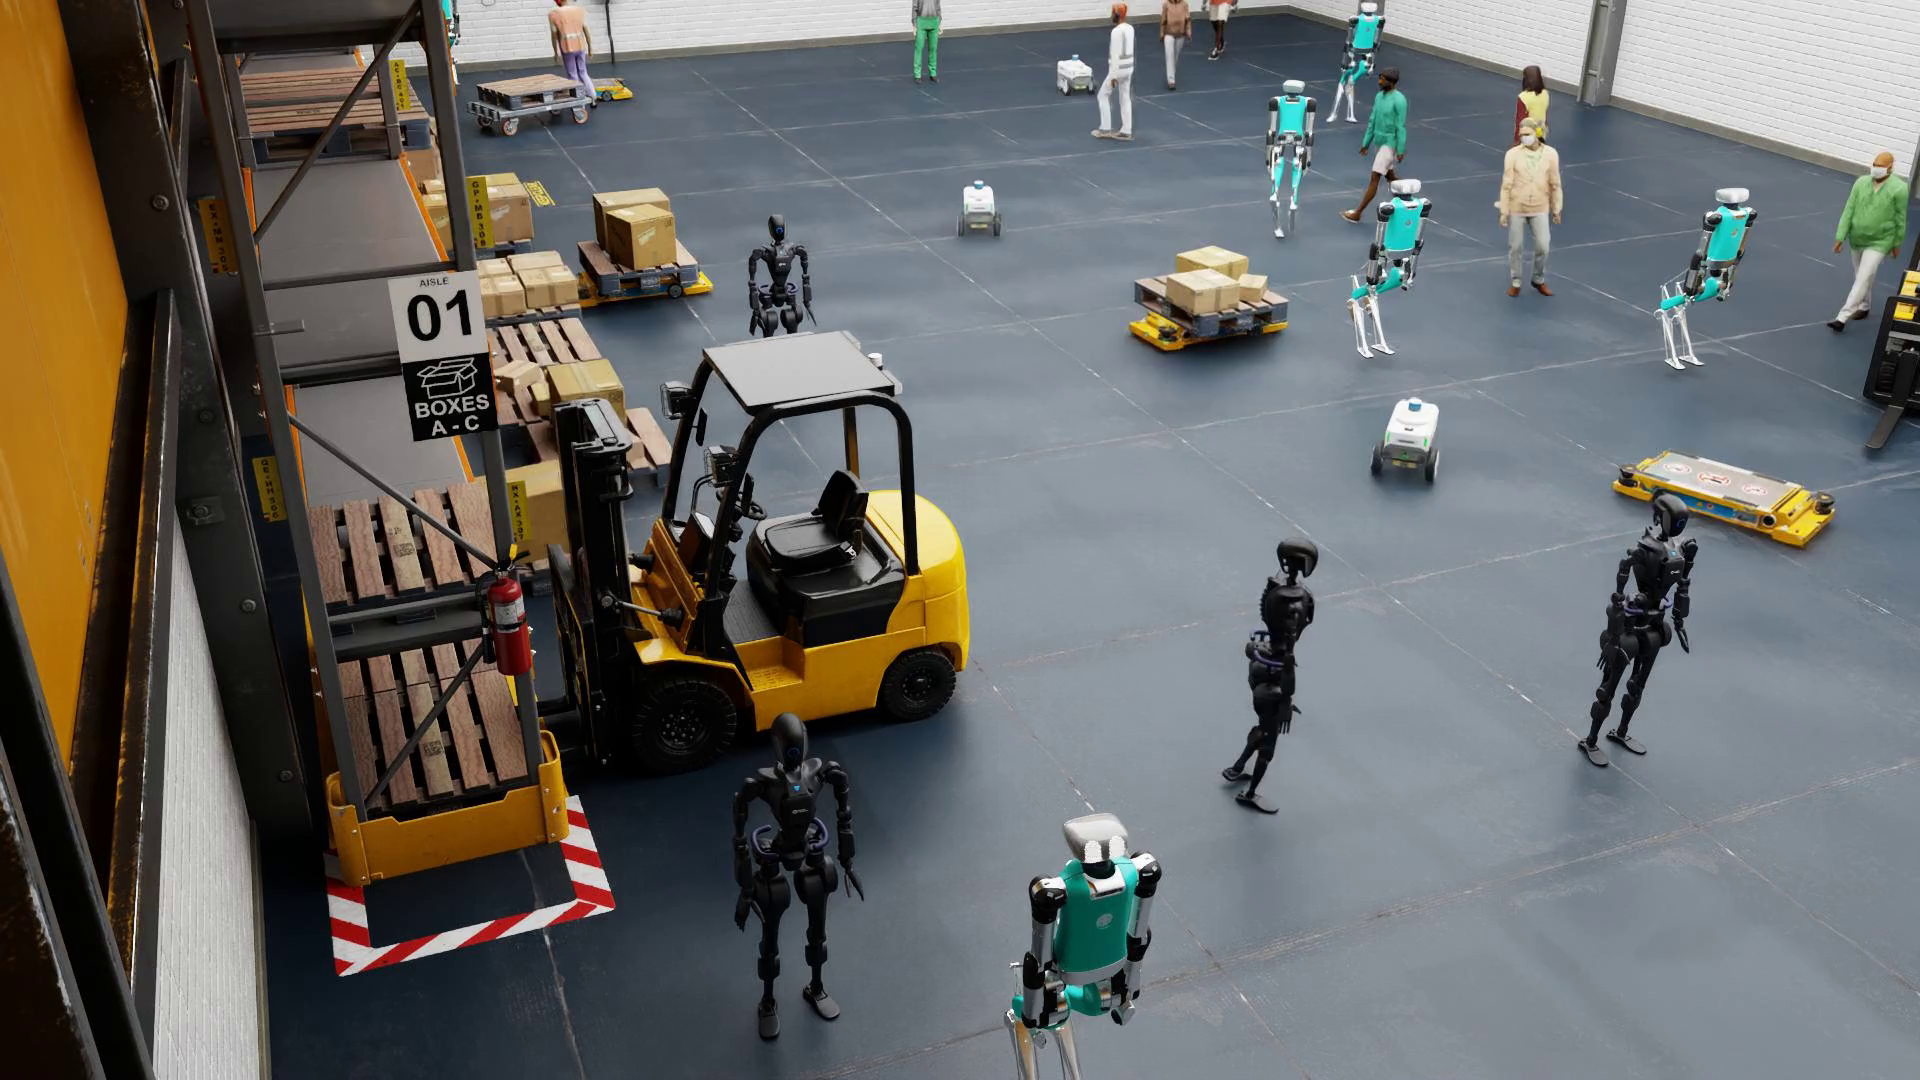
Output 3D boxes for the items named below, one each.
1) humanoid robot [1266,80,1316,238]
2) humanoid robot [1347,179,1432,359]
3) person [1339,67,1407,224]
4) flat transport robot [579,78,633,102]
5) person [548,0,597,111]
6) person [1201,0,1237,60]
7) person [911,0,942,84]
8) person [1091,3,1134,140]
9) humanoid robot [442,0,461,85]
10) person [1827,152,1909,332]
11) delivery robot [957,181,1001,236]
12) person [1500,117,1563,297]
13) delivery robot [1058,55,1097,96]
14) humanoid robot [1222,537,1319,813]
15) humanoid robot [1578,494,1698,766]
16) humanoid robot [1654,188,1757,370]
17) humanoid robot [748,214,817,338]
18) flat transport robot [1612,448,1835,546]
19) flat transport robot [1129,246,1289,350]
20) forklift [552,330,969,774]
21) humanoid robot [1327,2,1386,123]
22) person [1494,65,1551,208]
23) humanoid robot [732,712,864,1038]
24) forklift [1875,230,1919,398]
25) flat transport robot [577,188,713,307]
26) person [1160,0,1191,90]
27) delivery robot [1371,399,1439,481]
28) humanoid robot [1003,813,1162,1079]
[{"bbox_3d":[3.692,-4.193,18.809,0.542,1.853,0.836,6,27,12],"label":"humanoid robot"},{"bbox_3d":[3.850,-2.527,15.230,0.533,1.677,0.735,-10,28,-20],"label":"humanoid robot"},{"bbox_3d":[4.923,-4.628,19.493,0.996,1.793,0.538,-9,28,-17],"label":"person"},{"bbox_3d":[-5.871,-6.965,25.841,1.431,0.231,0.659,-10,28,-20],"label":"flat transport robot"},{"bbox_3d":[-5.750,-7.253,24.702,0.613,1.812,0.461,-16,31,-29],"label":"person"},{"bbox_3d":[4.506,-9.341,28.725,0.611,1.929,0.954,14,30,25],"label":"person"},{"bbox_3d":[-0.527,-8.302,26.744,0.511,1.848,0.341,-10,28,-18],"label":"person"},{"bbox_3d":[2.138,-6.532,23.208,0.703,1.855,0.619,15,30,28],"label":"person"},{"bbox_3d":[-8.148,-8.025,26.166,0.533,1.677,0.735,-10,28,-20],"label":"humanoid robot"},{"bbox_3d":[8.797,-2.902,16.138,0.957,1.727,0.555,-18,32,-32],"label":"person"},{"bbox_3d":[0.217,-3.878,19.361,0.499,0.575,0.759,0,27,-1],"label":"delivery robot"},{"bbox_3d":[5.824,-3.385,16.979,0.646,1.847,0.414,6,27,11],"label":"person"},{"bbox_3d":[1.816,-7.341,26.283,0.499,0.606,0.809,-8,28,-16],"label":"delivery robot"},{"bbox_3d":[1.678,0.711,9.002,0.389,1.641,0.599,0,27,1],"label":"humanoid robot"},{"bbox_3d":[3.868,0.498,9.413,0.599,1.657,0.315,-10,28,-20],"label":"humanoid robot"},{"bbox_3d":[6.616,-2.392,14.962,0.533,1.677,0.735,-10,28,-20],"label":"humanoid robot"},{"bbox_3d":[-1.548,-2.012,14.405,0.599,1.657,0.315,-10,28,-20],"label":"humanoid robot"},{"bbox_3d":[5.813,-0.347,12.677,1.431,0.231,0.659,23,35,38],"label":"flat transport robot"},{"bbox_3d":[2.425,-2.134,16.231,1.431,0.231,0.659,-13,29,-23],"label":"flat transport robot"},{"bbox_3d":[-1.094,0.010,9.831,2.313,2.155,1.214,-10,28,-20],"label":"forklift"},{"bbox_3d":[5.711,-6.938,24.154,0.593,1.768,0.860,-3,27,-7],"label":"humanoid robot"},{"bbox_3d":[6.808,-4.745,19.780,0.501,1.746,0.677,-16,31,-29],"label":"person"},{"bbox_3d":[-0.733,1.486,7.448,0.599,1.657,0.315,-10,28,-20],"label":"humanoid robot"},{"bbox_3d":[9.029,-2.397,14.618,1.214,2.155,2.313,18,32,32],"label":"forklift"},{"bbox_3d":[-3.354,-2.684,17.326,1.431,0.231,0.659,-10,28,-20],"label":"flat transport robot"},{"bbox_3d":[3.420,-8.023,26.454,0.465,1.601,0.871,-3,27,-6],"label":"person"},{"bbox_3d":[3.607,-0.821,13.323,0.499,0.614,0.815,10,28,19],"label":"delivery robot"},{"bbox_3d":[0.419,1.723,6.777,0.533,1.677,0.735,-10,28,-20],"label":"humanoid robot"}]
